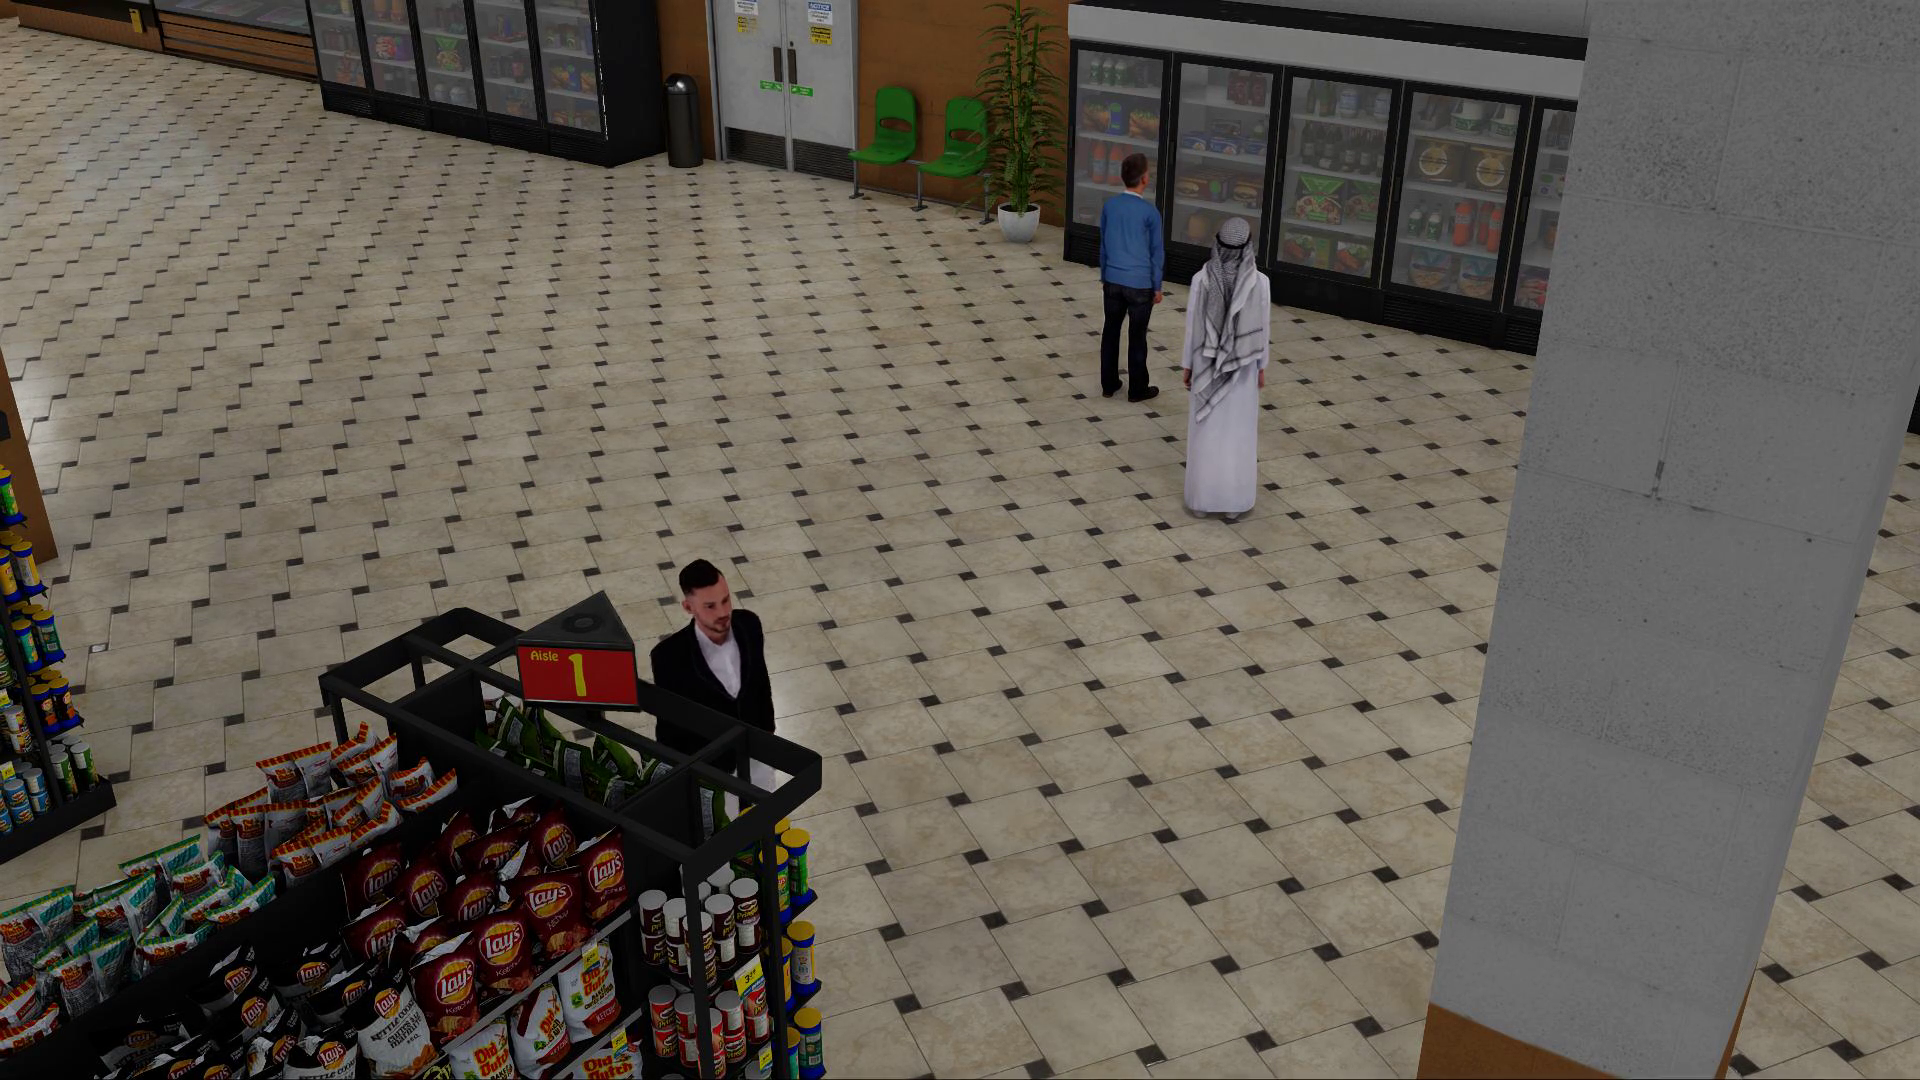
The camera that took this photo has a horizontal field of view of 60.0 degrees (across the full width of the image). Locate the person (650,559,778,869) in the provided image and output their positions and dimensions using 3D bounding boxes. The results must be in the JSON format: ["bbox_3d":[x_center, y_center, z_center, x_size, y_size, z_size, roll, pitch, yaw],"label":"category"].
[{"bbox_3d":[-0.981,0.856,6.615,0.795,1.826,0.840,-21,34,-35],"label":"person"}]

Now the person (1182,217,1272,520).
[{"bbox_3d":[1.633,-1.045,10.252,0.791,1.927,0.798,4,27,7],"label":"person"}]

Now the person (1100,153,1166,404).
[{"bbox_3d":[1.229,-1.895,12.049,0.643,1.819,0.544,18,32,31],"label":"person"}]
